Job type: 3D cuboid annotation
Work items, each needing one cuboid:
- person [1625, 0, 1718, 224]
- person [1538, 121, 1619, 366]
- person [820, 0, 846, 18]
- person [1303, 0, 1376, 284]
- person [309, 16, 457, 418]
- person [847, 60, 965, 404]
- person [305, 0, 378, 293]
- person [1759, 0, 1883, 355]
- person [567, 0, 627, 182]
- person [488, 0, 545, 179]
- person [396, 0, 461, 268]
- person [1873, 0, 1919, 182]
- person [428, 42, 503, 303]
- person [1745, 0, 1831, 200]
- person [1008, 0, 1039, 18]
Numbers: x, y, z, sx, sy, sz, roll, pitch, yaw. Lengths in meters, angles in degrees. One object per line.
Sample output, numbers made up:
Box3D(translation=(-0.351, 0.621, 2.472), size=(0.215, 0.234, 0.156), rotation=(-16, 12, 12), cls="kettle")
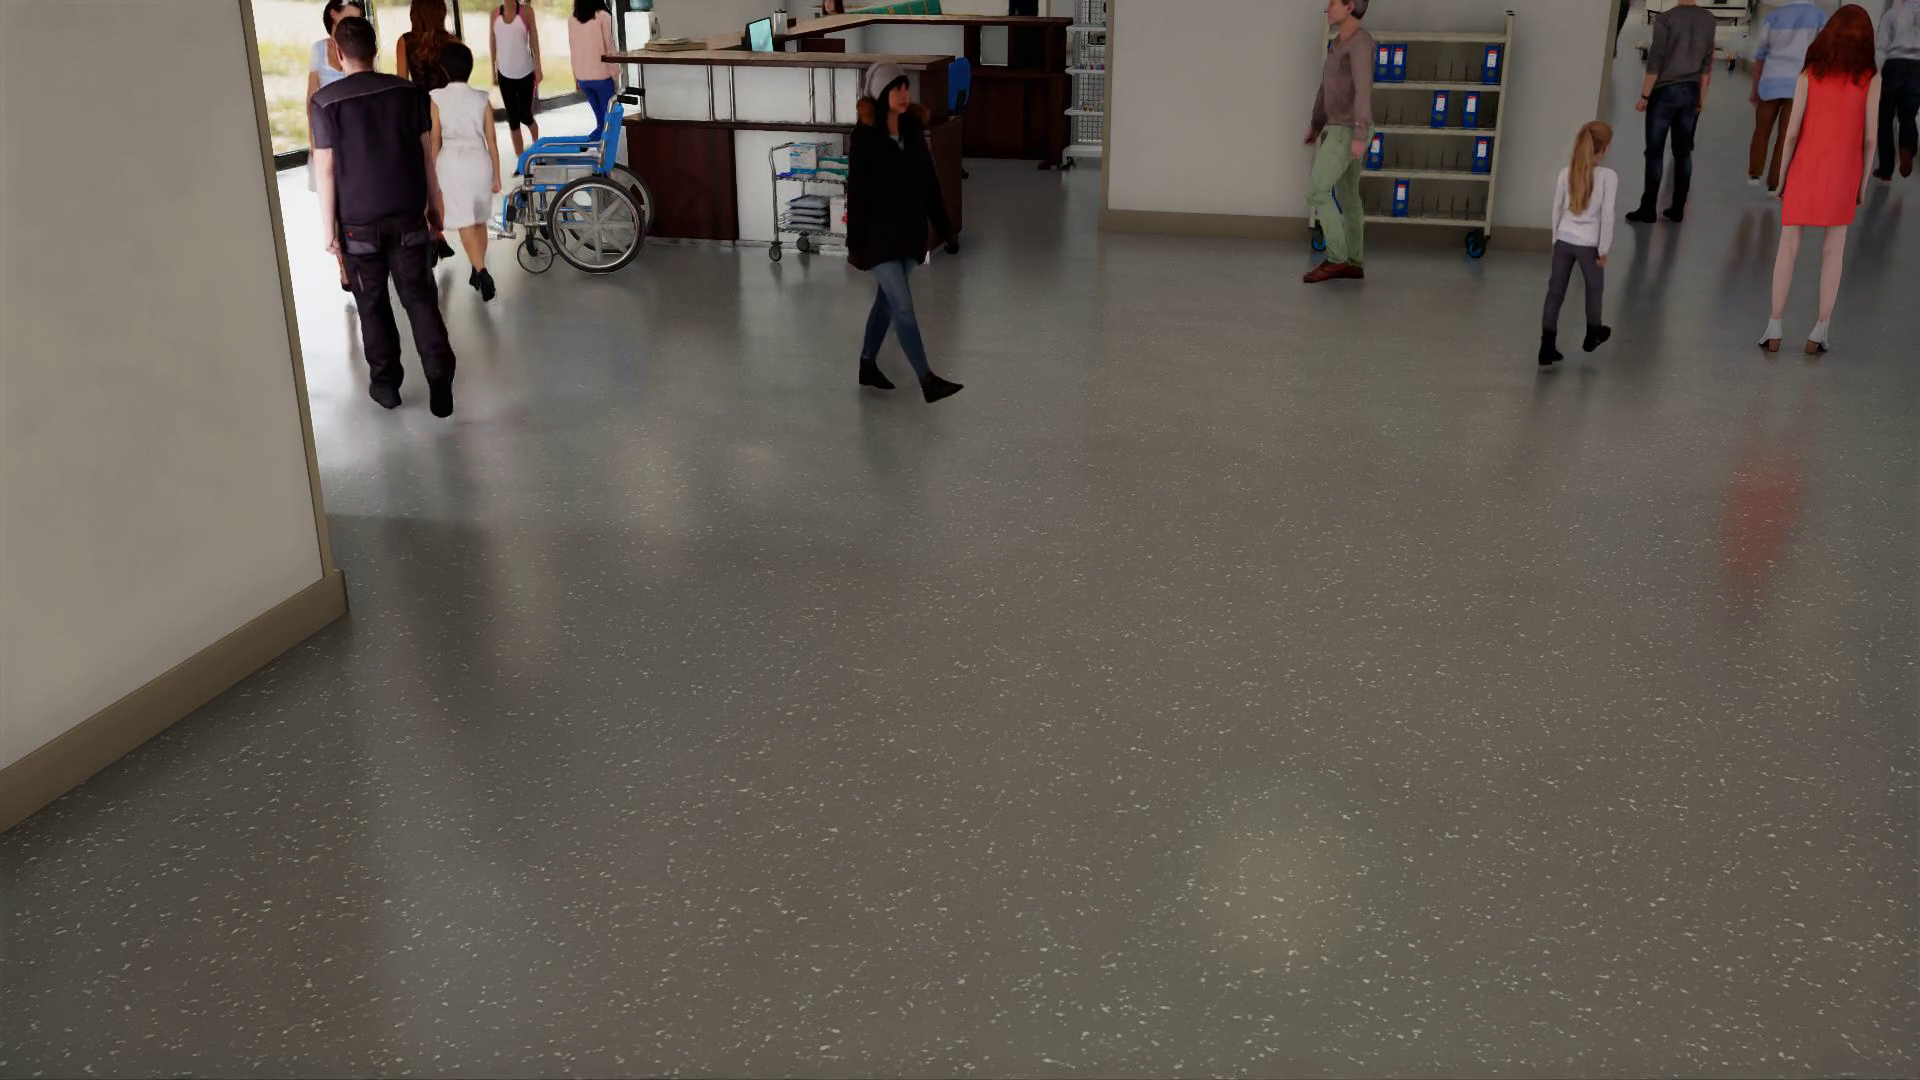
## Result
Box3D(translation=(5.462, -3.395, 12.706), size=(0.677, 1.904, 0.834), rotation=(-3, 21, -8), cls="person")
Box3D(translation=(3.190, -1.512, 8.664), size=(0.891, 1.245, 0.818), rotation=(18, 27, 39), cls="person")
Box3D(translation=(-1.255, -4.771, 16.834), size=(0.743, 1.552, 0.694), rotation=(9, 23, 23), cls="person")
Box3D(translation=(2.545, -2.560, 10.571), size=(0.766, 1.854, 0.749), rotation=(1, 21, 2), cls="person")
Box3D(translation=(-2.620, -1.441, 7.658), size=(1.124, 1.824, 1.195), rotation=(-13, 24, -30), cls="person")
Box3D(translation=(-0.372, -1.467, 8.050), size=(1.094, 1.595, 0.902), rotation=(18, 28, 40), cls="person")
Box3D(translation=(-3.780, -2.426, 10.330), size=(0.804, 1.775, 0.871), rotation=(-3, 21, -9), cls="person")
Box3D(translation=(4.615, -1.914, 8.902), size=(0.488, 1.828, 0.676), rotation=(9, 23, 22), cls="person")
Box3D(translation=(-3.194, -3.932, 14.358), size=(0.990, 1.739, 0.875), rotation=(12, 24, 29), cls="person")
Box3D(translation=(-3.928, -4.153, 14.895), size=(0.733, 1.771, 0.739), rotation=(4, 21, 9), cls="person")
Box3D(translation=(-3.427, -2.631, 10.842), size=(1.063, 1.795, 0.944), rotation=(-4, 21, -11), cls="person")
Box3D(translation=(8.227, -4.022, 14.521), size=(0.907, 1.791, 0.754), rotation=(5, 21, 13), cls="person")
Box3D(translation=(-2.960, -2.171, 10.019), size=(0.966, 1.518, 1.021), rotation=(-11, 23, -27), cls="person")
Box3D(translation=(6.815, -3.741, 13.751), size=(0.785, 1.810, 0.861), rotation=(14, 25, 33), cls="person")
Box3D(translation=(0.785, -6.414, 21.070), size=(0.848, 1.625, 0.820), rotation=(16, 26, 37), cls="person")
